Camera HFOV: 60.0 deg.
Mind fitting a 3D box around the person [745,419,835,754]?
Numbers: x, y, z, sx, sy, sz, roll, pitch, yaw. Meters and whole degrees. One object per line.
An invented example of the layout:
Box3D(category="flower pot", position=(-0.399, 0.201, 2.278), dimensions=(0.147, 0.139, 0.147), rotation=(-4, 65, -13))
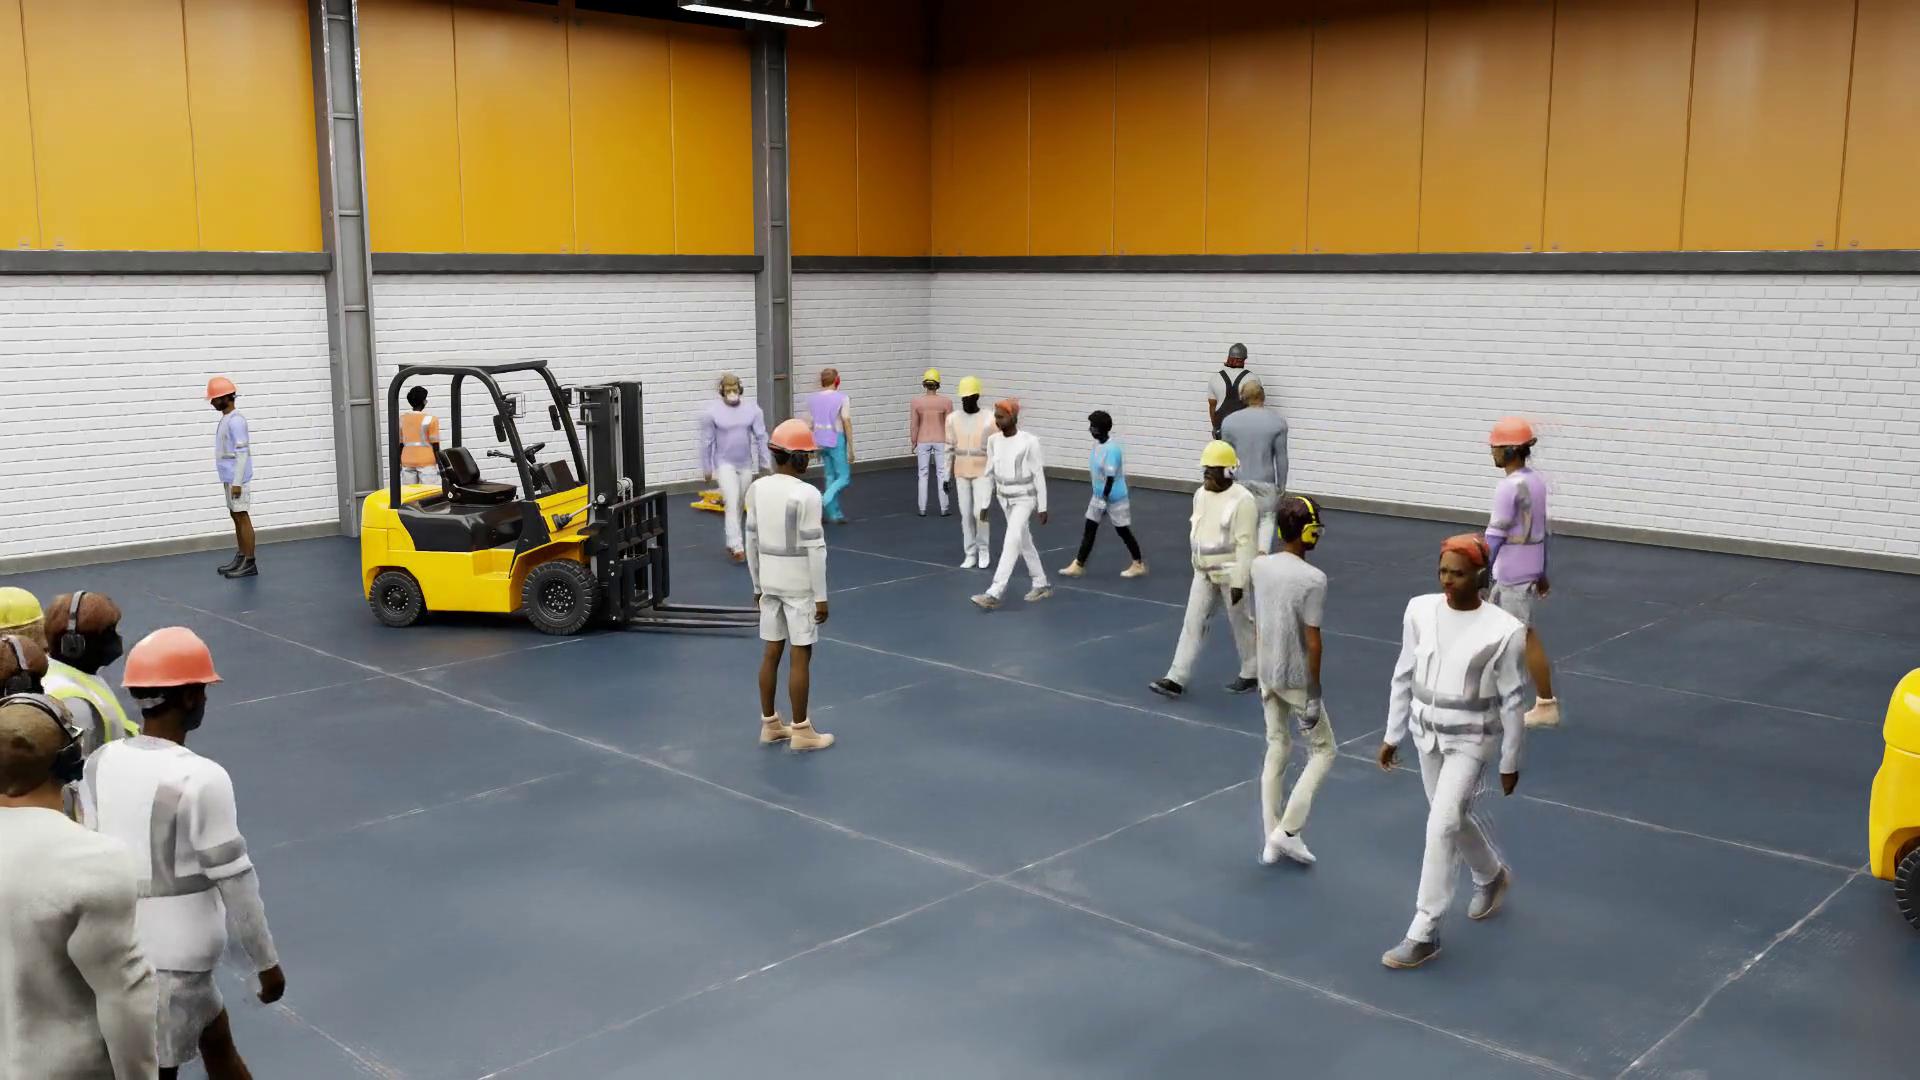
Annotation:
Box3D(category="person", position=(-1.028, 0.279, 10.199), dimensions=(0.615, 2.040, 0.391), rotation=(8, 12, 39))

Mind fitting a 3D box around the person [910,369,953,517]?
Box3D(category="person", position=(-0.330, -1.151, 19.814), dimensions=(0.522, 1.769, 0.312), rotation=(1, 9, 4))

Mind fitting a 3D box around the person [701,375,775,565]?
Box3D(category="person", position=(-2.214, -0.701, 16.675), dimensions=(0.653, 1.890, 0.977), rotation=(-5, 11, -30))

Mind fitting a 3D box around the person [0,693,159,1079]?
Box3D(category="person", position=(-2.233, 1.321, 4.128), dimensions=(0.630, 1.940, 0.371), rotation=(3, 10, 18))

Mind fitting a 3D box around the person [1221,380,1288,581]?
Box3D(category="person", position=(2.755, -0.538, 15.624), dimensions=(0.636, 1.911, 0.539), rotation=(2, 10, 13))

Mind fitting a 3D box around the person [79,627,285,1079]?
Box3D(category="person", position=(-2.343, 1.198, 5.087), dimensions=(0.582, 1.869, 1.040), rotation=(5, 10, 28))

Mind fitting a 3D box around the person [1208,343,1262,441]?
Box3D(category="person", position=(3.457, -1.447, 20.782), dimensions=(0.682, 2.000, 0.538), rotation=(4, 10, 23))

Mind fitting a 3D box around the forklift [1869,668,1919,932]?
Box3D(category="forklift", position=(5.205, 0.723, 7.013), dimensions=(2.313, 2.155, 1.214), rotation=(9, 13, 43))

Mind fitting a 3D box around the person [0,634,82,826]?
Box3D(category="person", position=(-3.011, 1.200, 5.237), dimensions=(0.640, 1.816, 0.538), rotation=(6, 11, 34))

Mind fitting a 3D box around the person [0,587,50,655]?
Box3D(category="person", position=(-3.702, 1.006, 6.828), dimensions=(0.931, 1.689, 0.506), rotation=(-2, 10, -13))

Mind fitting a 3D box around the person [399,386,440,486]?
Box3D(category="person", position=(-5.854, -0.820, 18.019), dimensions=(0.538, 1.693, 0.317), rotation=(3, 10, 19))

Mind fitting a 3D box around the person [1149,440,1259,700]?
Box3D(category="person", position=(1.731, 0.216, 11.367), dimensions=(0.915, 1.781, 0.617), rotation=(-6, 11, -34))

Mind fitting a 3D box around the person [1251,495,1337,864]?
Box3D(category="person", position=(1.641, 0.698, 8.232), dimensions=(0.386, 1.851, 0.521), rotation=(-7, 12, -37))

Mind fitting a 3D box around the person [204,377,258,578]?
Box3D(category="person", position=(-6.978, -0.598, 15.926), dimensions=(0.378, 1.928, 0.542), rotation=(-6, 11, -32))

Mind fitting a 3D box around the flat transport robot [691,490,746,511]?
Box3D(category="flat transport robot", position=(-2.593, -0.540, 20.636), dimensions=(0.652, 0.197, 1.431), rotation=(7, 12, 38))

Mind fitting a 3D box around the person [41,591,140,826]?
Box3D(category="person", position=(-3.220, 1.082, 5.970), dimensions=(0.679, 1.820, 0.628), rotation=(-6, 11, -31))

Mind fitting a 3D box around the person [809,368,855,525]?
Box3D(category="person", position=(-1.499, -1.056, 19.051), dimensions=(0.611, 1.822, 0.553), rotation=(7, 12, 37))

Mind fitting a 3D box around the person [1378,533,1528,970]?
Box3D(category="person", position=(2.190, 0.867, 7.221), dimensions=(0.969, 1.850, 0.572), rotation=(-7, 11, -36))

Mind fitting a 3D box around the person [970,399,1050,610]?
Box3D(category="person", position=(0.457, -0.319, 14.536), dimensions=(1.001, 1.825, 0.585), rotation=(-8, 12, -41))

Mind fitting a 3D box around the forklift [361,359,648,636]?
Box3D(category="forklift", position=(-3.850, -0.407, 13.936), dimensions=(2.313, 2.155, 1.214), rotation=(2, 9, 11))

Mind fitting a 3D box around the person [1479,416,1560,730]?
Box3D(category="person", position=(3.499, 0.198, 10.827), dimensions=(1.017, 1.992, 0.661), rotation=(6, 11, 34))

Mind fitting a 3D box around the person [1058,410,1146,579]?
Box3D(category="person", position=(1.402, -0.418, 15.723), dimensions=(0.870, 1.634, 0.545), rotation=(-4, 10, -21))

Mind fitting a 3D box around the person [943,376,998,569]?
Box3D(category="person", position=(0.111, -0.648, 16.297), dimensions=(0.600, 1.907, 0.463), rotation=(4, 10, 21))
